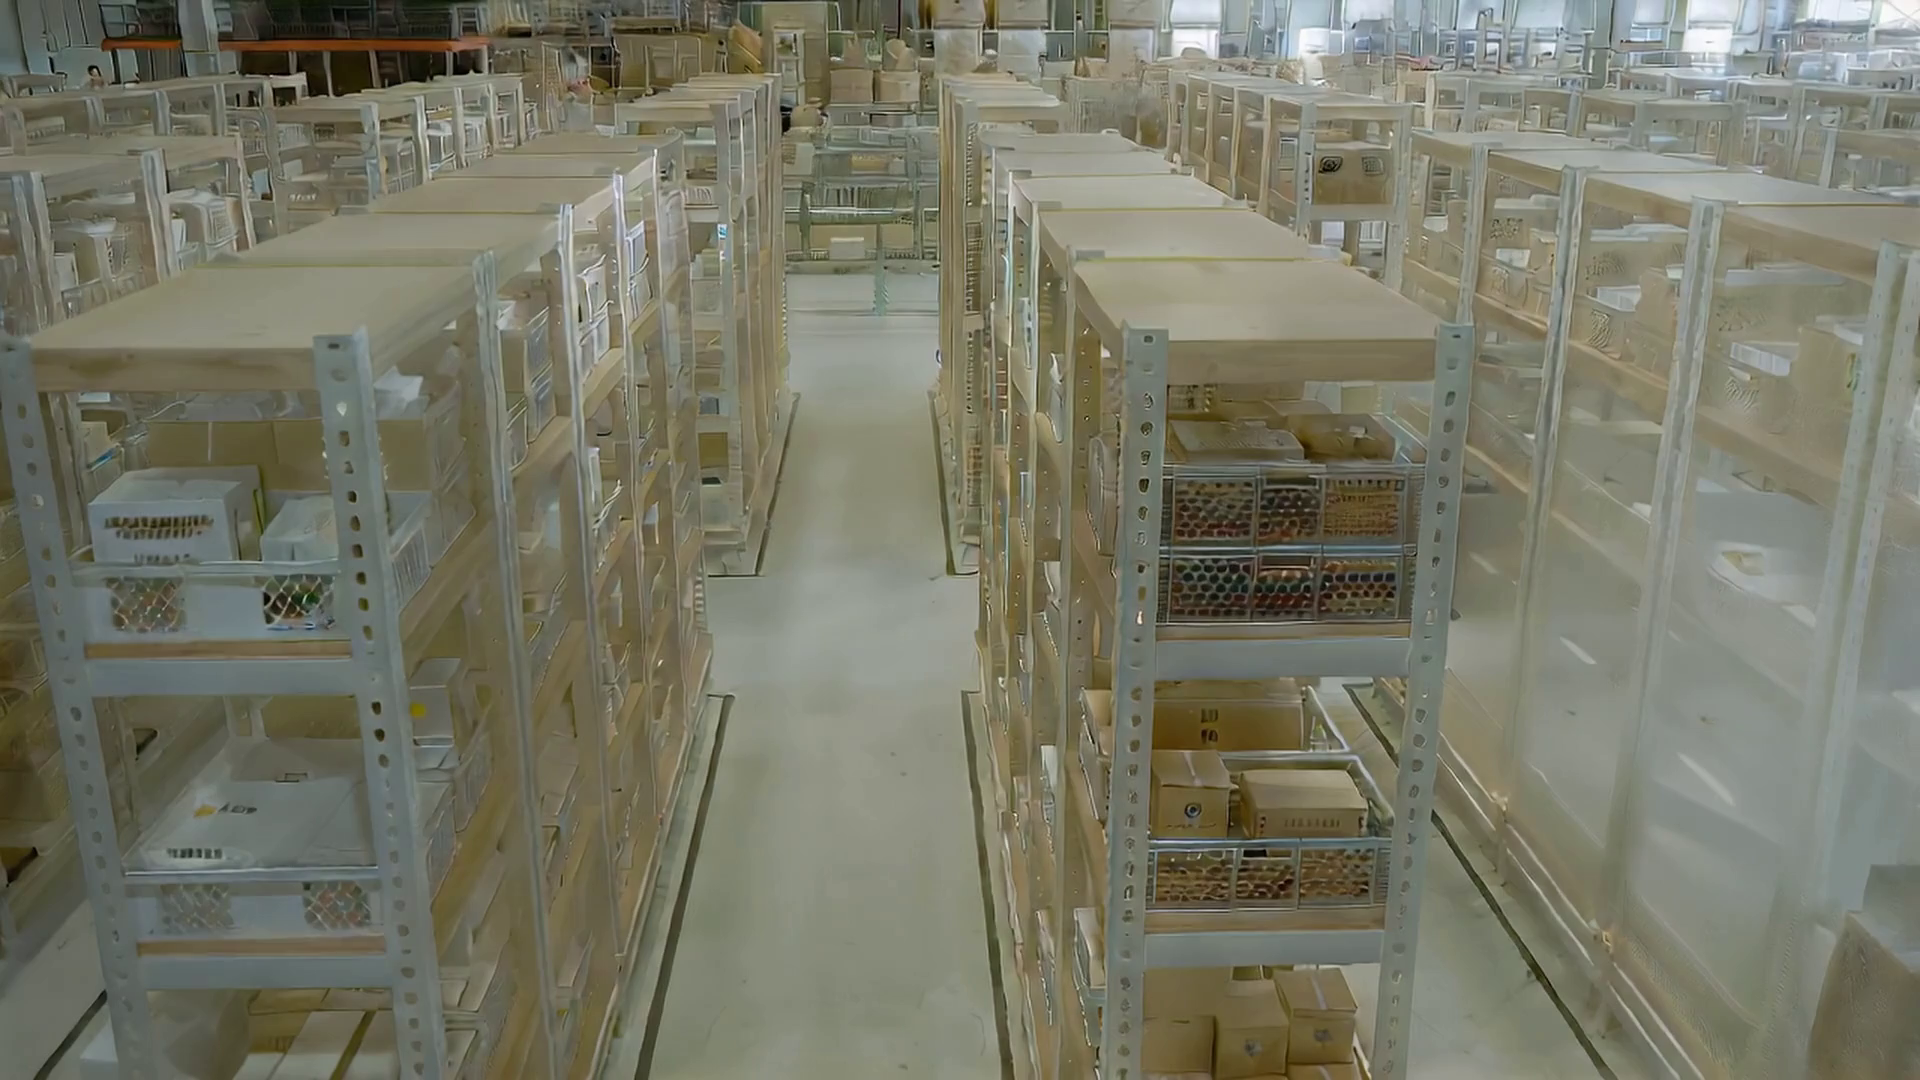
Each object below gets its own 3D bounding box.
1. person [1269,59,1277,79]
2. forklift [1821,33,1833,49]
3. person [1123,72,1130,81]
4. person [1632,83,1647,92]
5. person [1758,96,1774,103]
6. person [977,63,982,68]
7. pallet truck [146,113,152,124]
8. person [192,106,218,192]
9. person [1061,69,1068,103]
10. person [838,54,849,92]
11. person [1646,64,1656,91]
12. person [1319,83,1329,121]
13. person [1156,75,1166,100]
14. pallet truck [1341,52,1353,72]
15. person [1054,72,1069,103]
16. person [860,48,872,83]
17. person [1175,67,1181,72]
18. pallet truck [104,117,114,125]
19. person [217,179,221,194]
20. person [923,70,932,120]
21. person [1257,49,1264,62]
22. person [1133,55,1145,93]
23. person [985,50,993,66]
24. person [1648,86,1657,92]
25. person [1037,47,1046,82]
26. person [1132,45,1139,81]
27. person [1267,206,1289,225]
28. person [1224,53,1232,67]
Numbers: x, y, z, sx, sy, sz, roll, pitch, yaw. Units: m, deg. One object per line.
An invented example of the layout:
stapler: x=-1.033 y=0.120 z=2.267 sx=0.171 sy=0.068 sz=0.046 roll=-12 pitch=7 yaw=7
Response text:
person: x=15.139 y=-22.389 z=80.460 sx=0.532 sy=1.689 sz=0.321 roll=-13 pitch=22 yaw=-36
forklift: x=43.362 y=-23.988 z=83.493 sx=1.873 sy=2.768 sz=1.129 roll=13 pitch=22 yaw=35
person: x=6.429 y=-17.087 z=63.957 sx=0.415 sy=1.754 sz=0.542 roll=5 pitch=19 yaw=15
person: x=23.835 y=-15.435 z=58.370 sx=0.535 sy=2.000 sz=0.684 roll=7 pitch=19 yaw=20
person: x=29.152 y=-16.015 z=60.345 sx=1.052 sy=1.946 sz=0.618 roll=-12 pitch=22 yaw=-33
person: x=0.751 y=-19.761 z=72.120 sx=0.918 sy=1.807 sz=0.547 roll=-7 pitch=19 yaw=-20
pallet truck: x=-18.087 y=-8.309 z=36.390 sx=1.885 sy=1.965 sz=0.823 roll=-1 pitch=18 yaw=-4
person: x=-18.018 y=-9.280 z=39.380 sx=0.925 sy=2.020 sz=0.617 roll=14 pitch=22 yaw=36
person: x=4.019 y=-17.239 z=64.238 sx=0.327 sy=1.865 sz=0.521 roll=-2 pitch=18 yaw=-5
person: x=-5.818 y=-23.190 z=82.649 sx=0.625 sy=1.871 sz=0.582 roll=-12 pitch=21 yaw=-32
person: x=30.731 y=-20.398 z=74.002 sx=0.576 sy=1.877 sz=0.348 roll=-8 pitch=20 yaw=-24
person: x=12.366 y=-14.666 z=56.560 sx=0.535 sy=1.690 sz=0.319 roll=11 pitch=21 yaw=30
person: x=6.883 y=-14.967 z=57.089 sx=0.373 sy=1.934 sz=0.551 roll=-2 pitch=18 yaw=-5
pallet truck: x=18.794 y=-23.123 z=82.231 sx=0.823 sy=1.965 sz=1.885 roll=-13 pitch=22 yaw=-35
person: x=3.594 y=-15.856 z=59.842 sx=0.623 sy=1.932 sz=0.586 roll=-15 pitch=23 yaw=-39
person: x=-5.243 y=-26.544 z=92.959 sx=0.615 sy=1.917 sz=0.898 roll=16 pitch=24 yaw=40
person: x=8.476 y=-17.529 z=65.062 sx=0.538 sy=1.904 sz=0.619 roll=-6 pitch=19 yaw=-17
pallet truck: x=-18.367 y=-7.885 z=35.078 sx=1.885 sy=1.965 sz=0.823 roll=1 pitch=18 yaw=2
person: x=-16.049 y=-8.252 z=36.358 sx=0.407 sy=1.910 sz=0.640 roll=13 pitch=22 yaw=34
person: x=-1.241 y=-16.866 z=63.073 sx=0.316 sy=1.870 sz=0.531 roll=-3 pitch=18 yaw=-10
person: x=16.258 y=-25.683 z=90.299 sx=0.563 sy=1.914 sz=0.631 roll=-6 pitch=19 yaw=-17
person: x=8.824 y=-23.101 z=82.457 sx=0.646 sy=1.808 sz=0.845 roll=-10 pitch=21 yaw=-29
person: x=1.591 y=-25.807 z=90.818 sx=0.458 sy=1.821 sz=0.617 roll=5 pitch=19 yaw=14
person: x=21.562 y=-13.223 z=51.894 sx=0.588 sy=1.810 sz=0.466 roll=-3 pitch=18 yaw=-10
person: x=4.605 y=-26.895 z=94.028 sx=0.373 sy=1.921 sz=0.585 roll=-17 pitch=24 yaw=-42
person: x=10.044 y=-27.242 z=94.978 sx=0.375 sy=1.997 sz=0.611 roll=-7 pitch=19 yaw=-19
person: x=4.013 y=-3.581 z=21.886 sx=0.632 sy=1.928 sz=0.439 roll=7 pitch=19 yaw=22
person: x=13.035 y=-22.872 z=81.567 sx=0.424 sy=1.923 sz=0.640 roll=-9 pitch=20 yaw=-25
